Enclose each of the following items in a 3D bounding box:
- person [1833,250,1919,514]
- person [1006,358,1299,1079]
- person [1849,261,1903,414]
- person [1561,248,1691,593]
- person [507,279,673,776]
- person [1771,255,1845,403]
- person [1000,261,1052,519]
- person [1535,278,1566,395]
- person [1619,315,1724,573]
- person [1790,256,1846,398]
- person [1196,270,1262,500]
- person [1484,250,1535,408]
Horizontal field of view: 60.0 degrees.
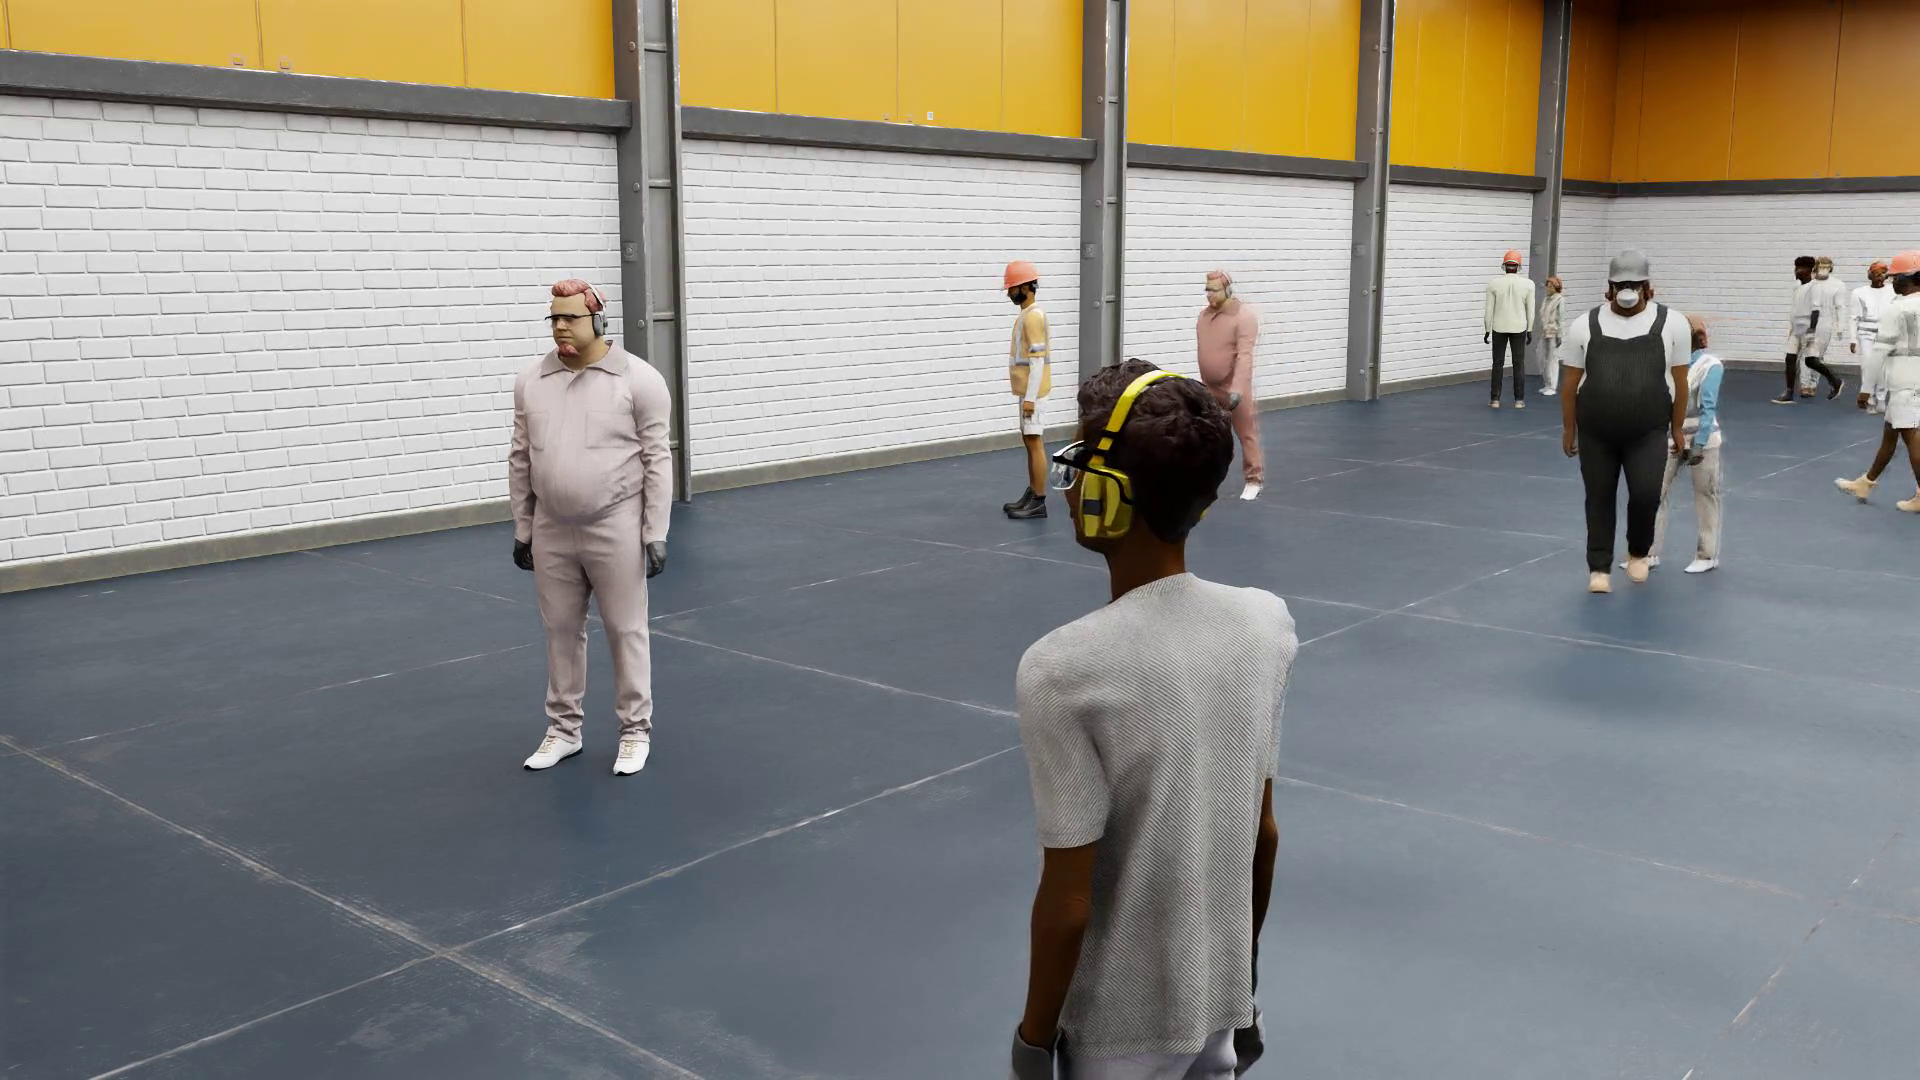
[{"bbox_3d":[7.193,-1.221,12.846,0.634,1.995,1.001,-5,11,-26],"label":"person"},{"bbox_3d":[0.251,0.682,2.380,0.508,1.873,0.328,-9,13,-41],"label":"person"},{"bbox_3d":[11.143,-2.453,20.247,0.611,1.862,0.422,4,11,22],"label":"person"},{"bbox_3d":[3.858,-0.691,9.715,0.711,2.000,0.536,5,11,26],"label":"person"},{"bbox_3d":[-1.432,-0.038,6.383,0.652,1.906,0.402,2,10,12],"label":"person"},{"bbox_3d":[11.063,-2.728,21.601,0.804,1.940,0.621,-1,10,-6],"label":"person"},{"bbox_3d":[0.490,-1.117,12.467,0.389,1.926,0.547,0,10,-1],"label":"person"},{"bbox_3d":[8.168,-2.794,22.898,0.407,1.616,0.568,-2,10,-13],"label":"person"},{"bbox_3d":[4.434,-0.573,10.278,0.741,1.608,0.531,-5,11,-25],"label":"person"},{"bbox_3d":[11.573,-2.856,22.426,0.648,1.898,0.938,4,11,22],"label":"person"},{"bbox_3d":[2.083,-1.206,13.221,1.012,1.842,0.663,-8,13,-38],"label":"person"},{"bbox_3d":[6.974,-2.676,21.144,0.613,1.995,0.391,3,10,16],"label":"person"}]
